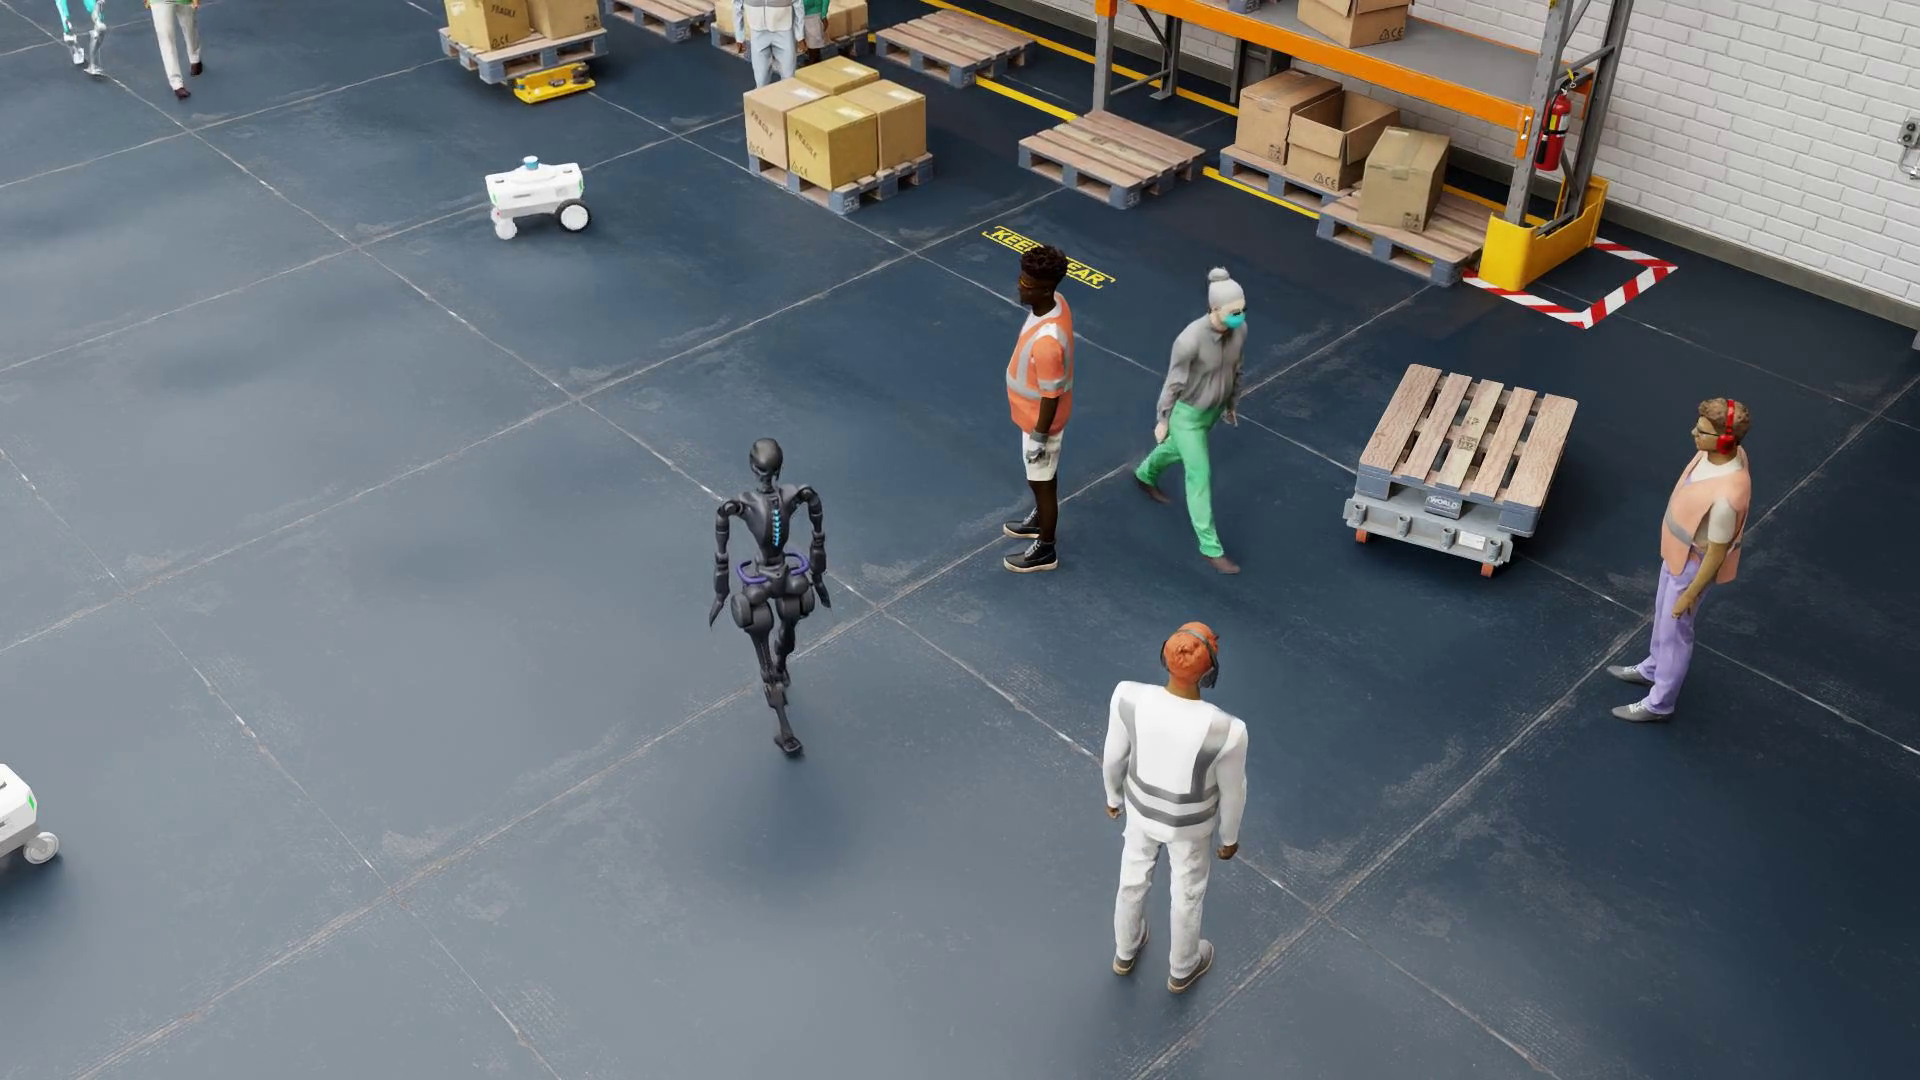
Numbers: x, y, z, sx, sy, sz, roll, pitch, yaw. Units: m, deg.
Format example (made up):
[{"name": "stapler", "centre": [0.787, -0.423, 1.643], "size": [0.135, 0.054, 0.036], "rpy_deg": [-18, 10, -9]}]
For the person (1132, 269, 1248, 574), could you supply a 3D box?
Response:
[{"name": "person", "centre": [1.321, -0.773, 9.317], "size": [0.530, 1.776, 1.022], "rpy_deg": [-26, 44, -30]}]

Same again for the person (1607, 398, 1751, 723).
[{"name": "person", "centre": [3.549, 0.119, 8.071], "size": [0.373, 1.840, 0.568], "rpy_deg": [9, 38, 12]}]

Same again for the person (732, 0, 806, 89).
[{"name": "person", "centre": [-1.568, -4.201, 13.740], "size": [0.601, 1.906, 0.414], "rpy_deg": [1, 37, 1]}]

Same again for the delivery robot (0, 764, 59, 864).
[{"name": "delivery robot", "centre": [-4.561, 1.387, 7.476], "size": [0.499, 0.614, 0.791], "rpy_deg": [26, 44, 30]}]

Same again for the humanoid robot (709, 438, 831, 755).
[{"name": "humanoid robot", "centre": [-0.933, 0.232, 8.108], "size": [0.615, 1.628, 0.789], "rpy_deg": [-15, 40, -19]}]

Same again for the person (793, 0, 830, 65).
[{"name": "person", "centre": [-1.353, -4.521, 14.210], "size": [0.493, 1.847, 0.402], "rpy_deg": [-1, 37, -1]}]

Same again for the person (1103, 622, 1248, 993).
[{"name": "person", "centre": [0.857, 1.104, 6.733], "size": [0.582, 1.882, 0.338], "rpy_deg": [17, 40, 21]}]

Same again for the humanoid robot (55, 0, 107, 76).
[{"name": "humanoid robot", "centre": [-7.998, -5.025, 14.947], "size": [0.554, 1.717, 0.954], "rpy_deg": [-17, 40, -21]}]

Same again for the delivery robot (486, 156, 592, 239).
[{"name": "delivery robot", "centre": [-3.244, -2.657, 12.825], "size": [0.813, 0.609, 0.499], "rpy_deg": [-12, 39, -16]}]

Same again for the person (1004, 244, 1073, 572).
[{"name": "person", "centre": [0.428, -0.709, 9.065], "size": [0.361, 1.965, 0.612], "rpy_deg": [2, 37, 2]}]

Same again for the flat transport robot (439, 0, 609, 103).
[{"name": "flat transport robot", "centre": [-3.999, -4.395, 15.352], "size": [0.659, 0.231, 1.431], "rpy_deg": [-25, 44, -29]}]

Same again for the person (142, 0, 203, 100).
[{"name": "person", "centre": [-7.027, -4.878, 14.785], "size": [0.535, 1.739, 0.910], "rpy_deg": [-17, 40, -22]}]
